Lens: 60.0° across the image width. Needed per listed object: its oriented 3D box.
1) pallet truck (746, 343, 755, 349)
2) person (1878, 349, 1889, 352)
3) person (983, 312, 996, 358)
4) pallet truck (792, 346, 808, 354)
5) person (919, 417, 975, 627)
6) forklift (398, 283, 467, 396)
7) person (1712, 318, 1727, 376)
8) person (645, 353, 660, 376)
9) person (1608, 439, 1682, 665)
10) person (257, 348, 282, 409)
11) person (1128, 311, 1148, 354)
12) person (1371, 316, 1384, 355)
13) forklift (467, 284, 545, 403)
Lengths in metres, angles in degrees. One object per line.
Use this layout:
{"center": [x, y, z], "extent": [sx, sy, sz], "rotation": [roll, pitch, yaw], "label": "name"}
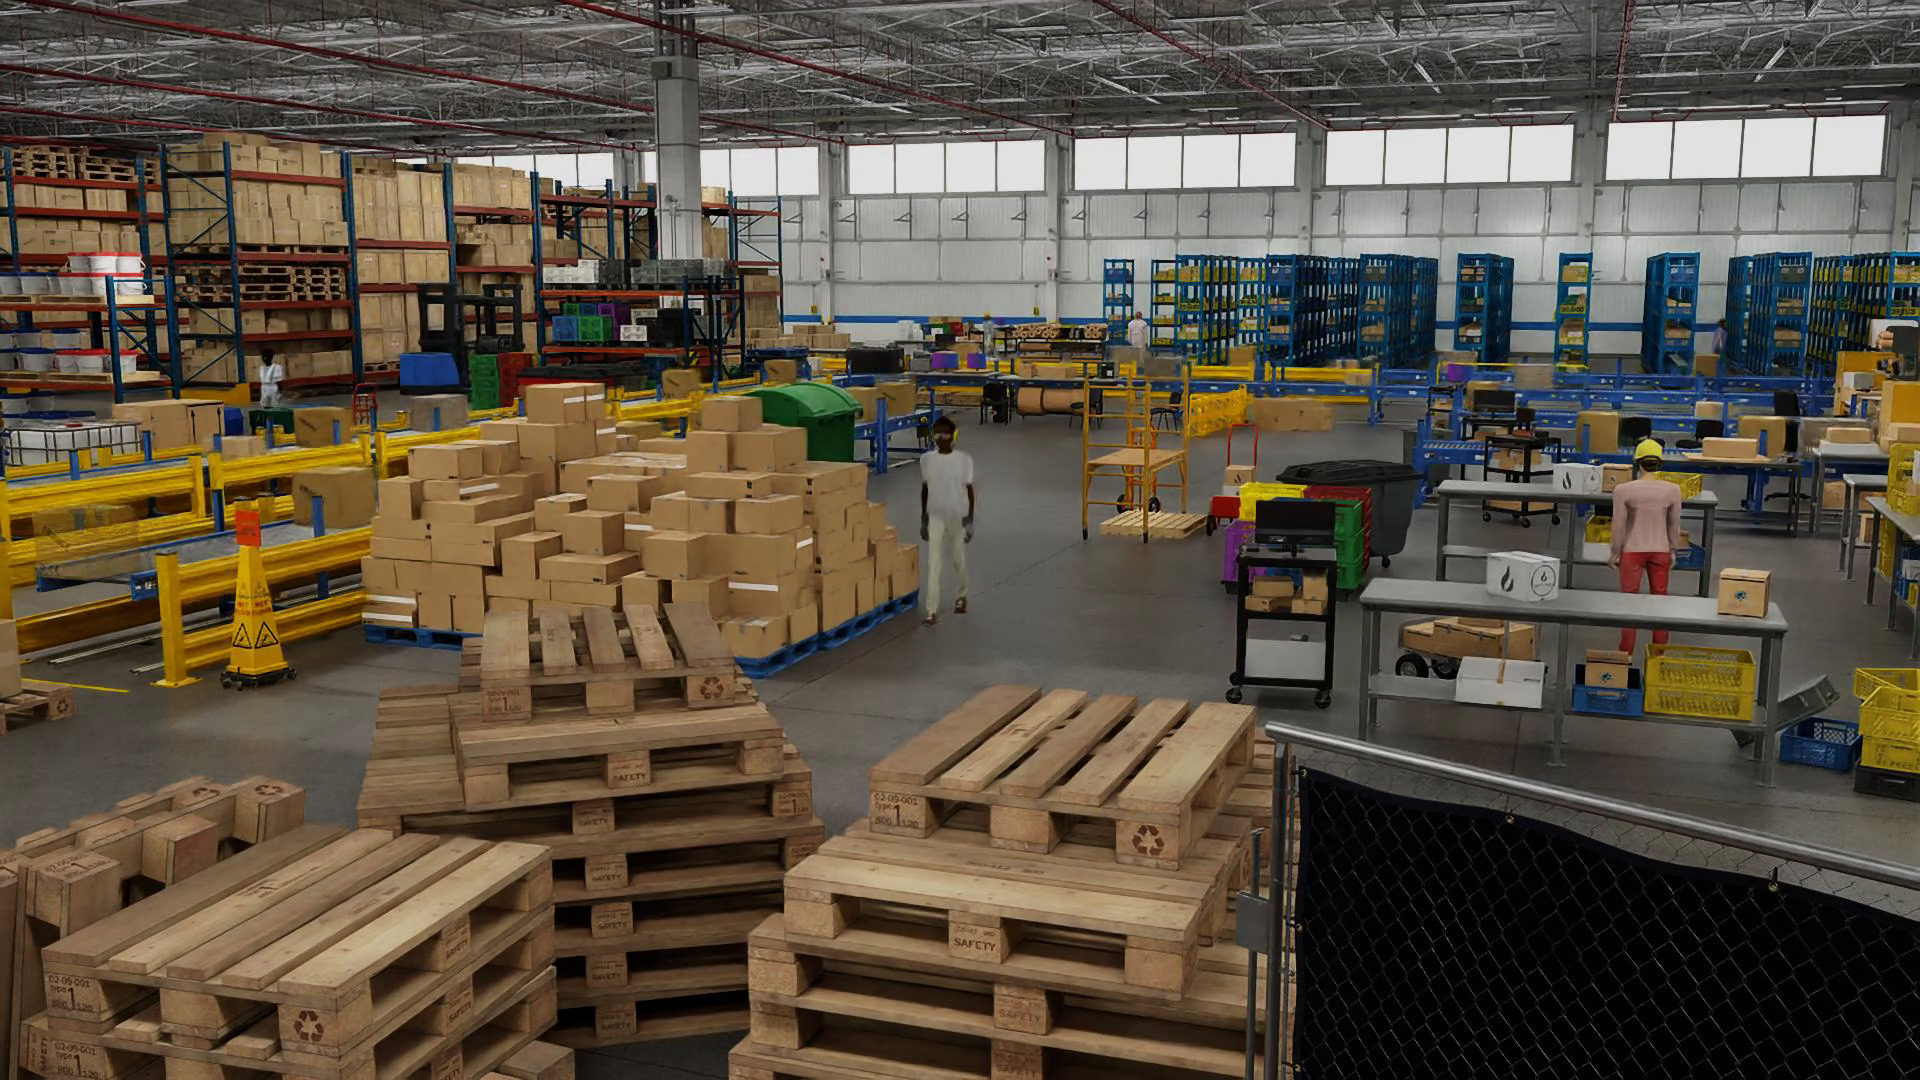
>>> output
{"center": [-6.183, -4.618, 44.264], "extent": [1.601, 1.201, 0.680], "rotation": [-9, 12, -43], "label": "pallet truck"}
{"center": [20.893, -3.809, 37.407], "extent": [0.902, 1.799, 0.602], "rotation": [-2, 9, -15], "label": "person"}
{"center": [1.091, -7.422, 60.346], "extent": [0.667, 1.722, 0.498], "rotation": [-8, 12, -42], "label": "person"}
{"center": [-3.705, -4.298, 42.022], "extent": [0.653, 1.274, 1.630], "rotation": [3, 10, 20], "label": "pallet truck"}
{"center": [-0.114, -0.183, 14.589], "extent": [0.538, 1.818, 1.021], "rotation": [2, 9, 13], "label": "person"}
{"center": [-13.120, -5.035, 41.704], "extent": [1.129, 2.768, 1.873], "rotation": [3, 10, 20], "label": "forklift"}
{"center": [21.701, -5.452, 47.665], "extent": [0.848, 1.815, 0.573], "rotation": [3, 10, 19], "label": "person"}
{"center": [-8.233, -4.897, 44.740], "extent": [0.499, 1.633, 0.282], "rotation": [0, 9, 1], "label": "person"}
{"center": [5.315, 0.100, 12.947], "extent": [0.526, 1.769, 0.328], "rotation": [1, 9, 5], "label": "person"}
{"center": [-12.834, -2.738, 31.025], "extent": [0.542, 1.678, 0.476], "rotation": [3, 9, 18], "label": "person"}
{"center": [5.595, -6.208, 52.111], "extent": [0.636, 1.911, 0.406], "rotation": [4, 10, 25], "label": "person"}
{"center": [13.209, -6.318, 52.574], "extent": [0.644, 1.976, 0.461], "rotation": [-5, 10, -28], "label": "person"}
{"center": [-10.832, -4.702, 39.610], "extent": [1.129, 2.768, 1.873], "rotation": [3, 10, 20], "label": "forklift"}
